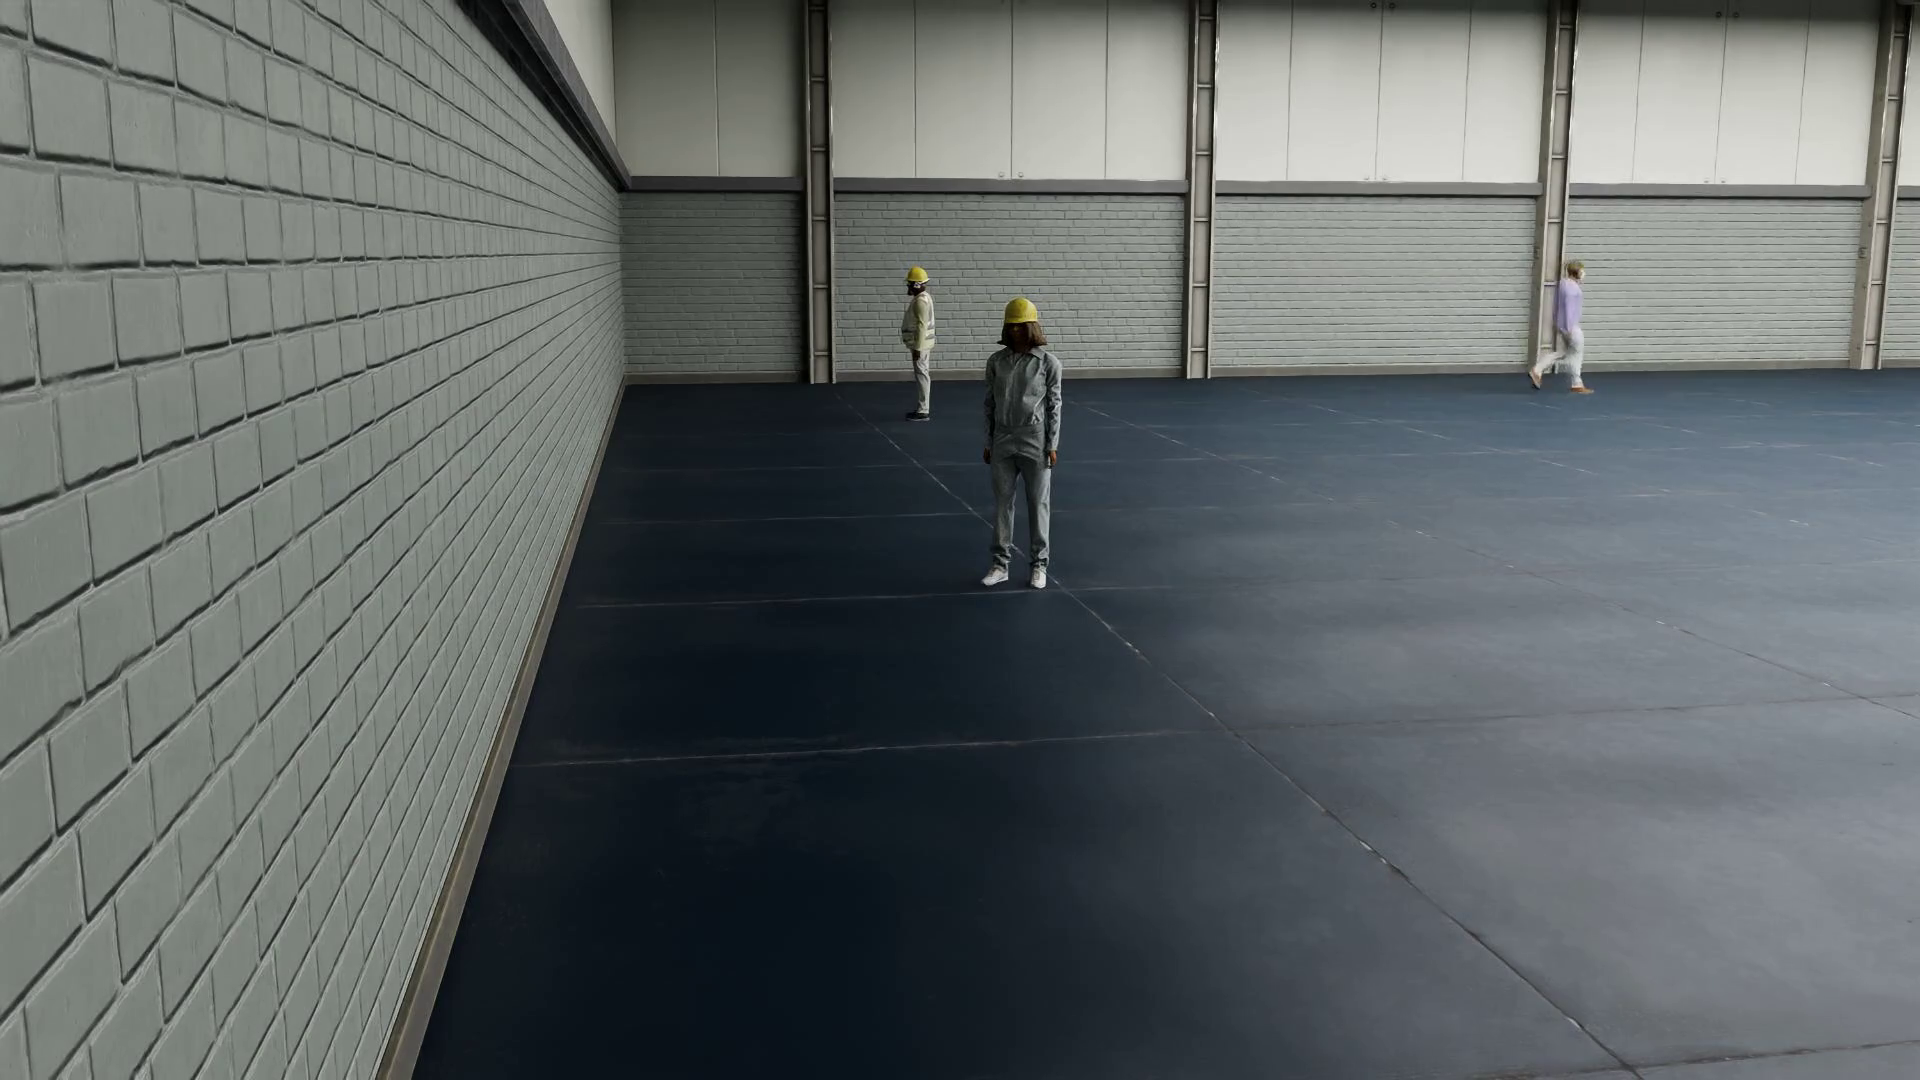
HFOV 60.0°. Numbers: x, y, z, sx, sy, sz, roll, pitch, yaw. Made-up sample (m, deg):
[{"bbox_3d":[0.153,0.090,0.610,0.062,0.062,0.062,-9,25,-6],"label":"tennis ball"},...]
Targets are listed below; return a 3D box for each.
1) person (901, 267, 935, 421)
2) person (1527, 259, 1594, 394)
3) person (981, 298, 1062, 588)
[{"bbox_3d":[-0.504,-2.340,19.910,0.403,1.835,0.586,0,10,1],"label":"person"},{"bbox_3d":[8.611,-3.038,23.725,0.845,1.915,0.638,2,10,12],"label":"person"},{"bbox_3d":[0.363,-0.577,10.018,0.484,1.744,0.296,3,10,18],"label":"person"}]
